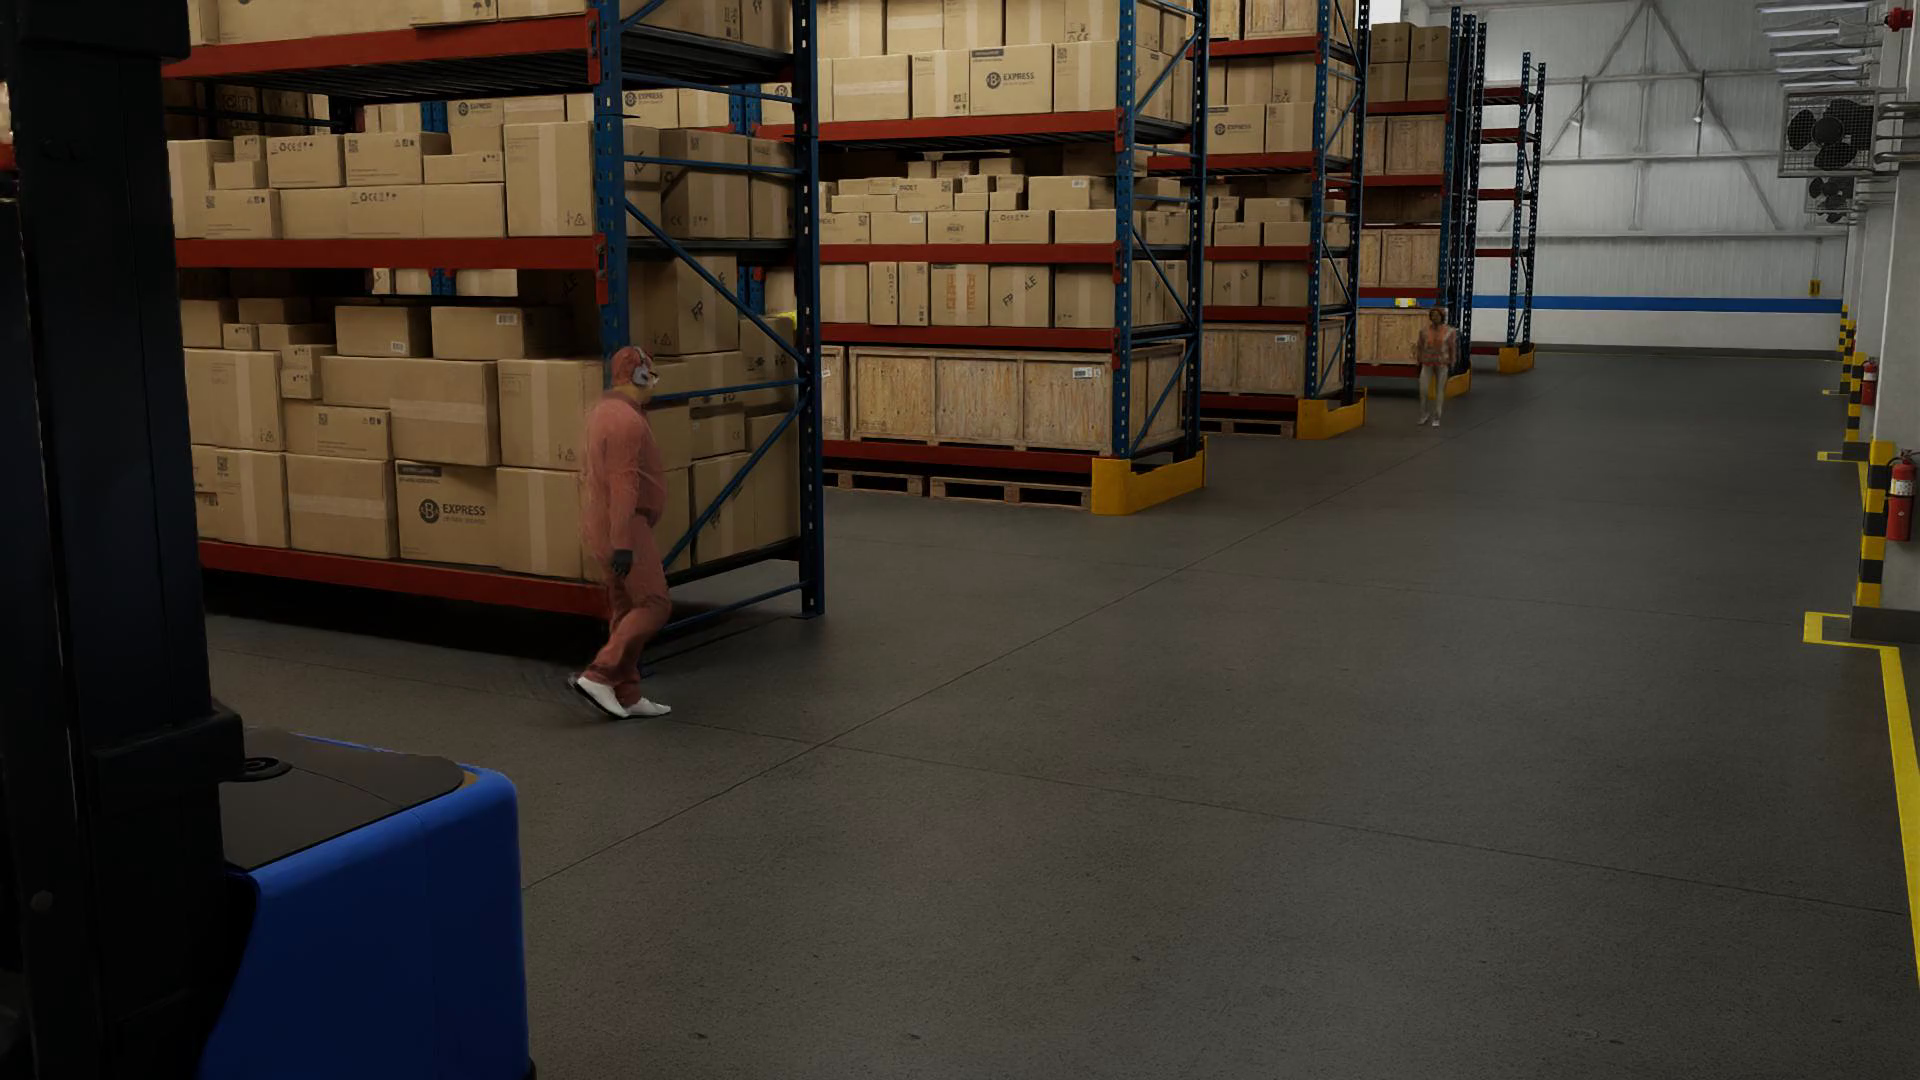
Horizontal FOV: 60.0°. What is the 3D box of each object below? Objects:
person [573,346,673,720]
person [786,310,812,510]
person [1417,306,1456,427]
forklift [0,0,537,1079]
[{"bbox_3d":[-1.665,-0.025,8.289,0.441,1.870,0.716,-4,10,-20],"label":"person"},{"bbox_3d":[-1.398,-1.146,14.944,0.610,1.815,0.620,4,11,24],"label":"person"},{"bbox_3d":[6.362,-2.310,22.272,0.517,1.623,0.496,4,11,23],"label":"person"},{"bbox_3d":[-1.907,0.322,3.384,1.129,2.768,1.873,5,11,27],"label":"forklift"}]
